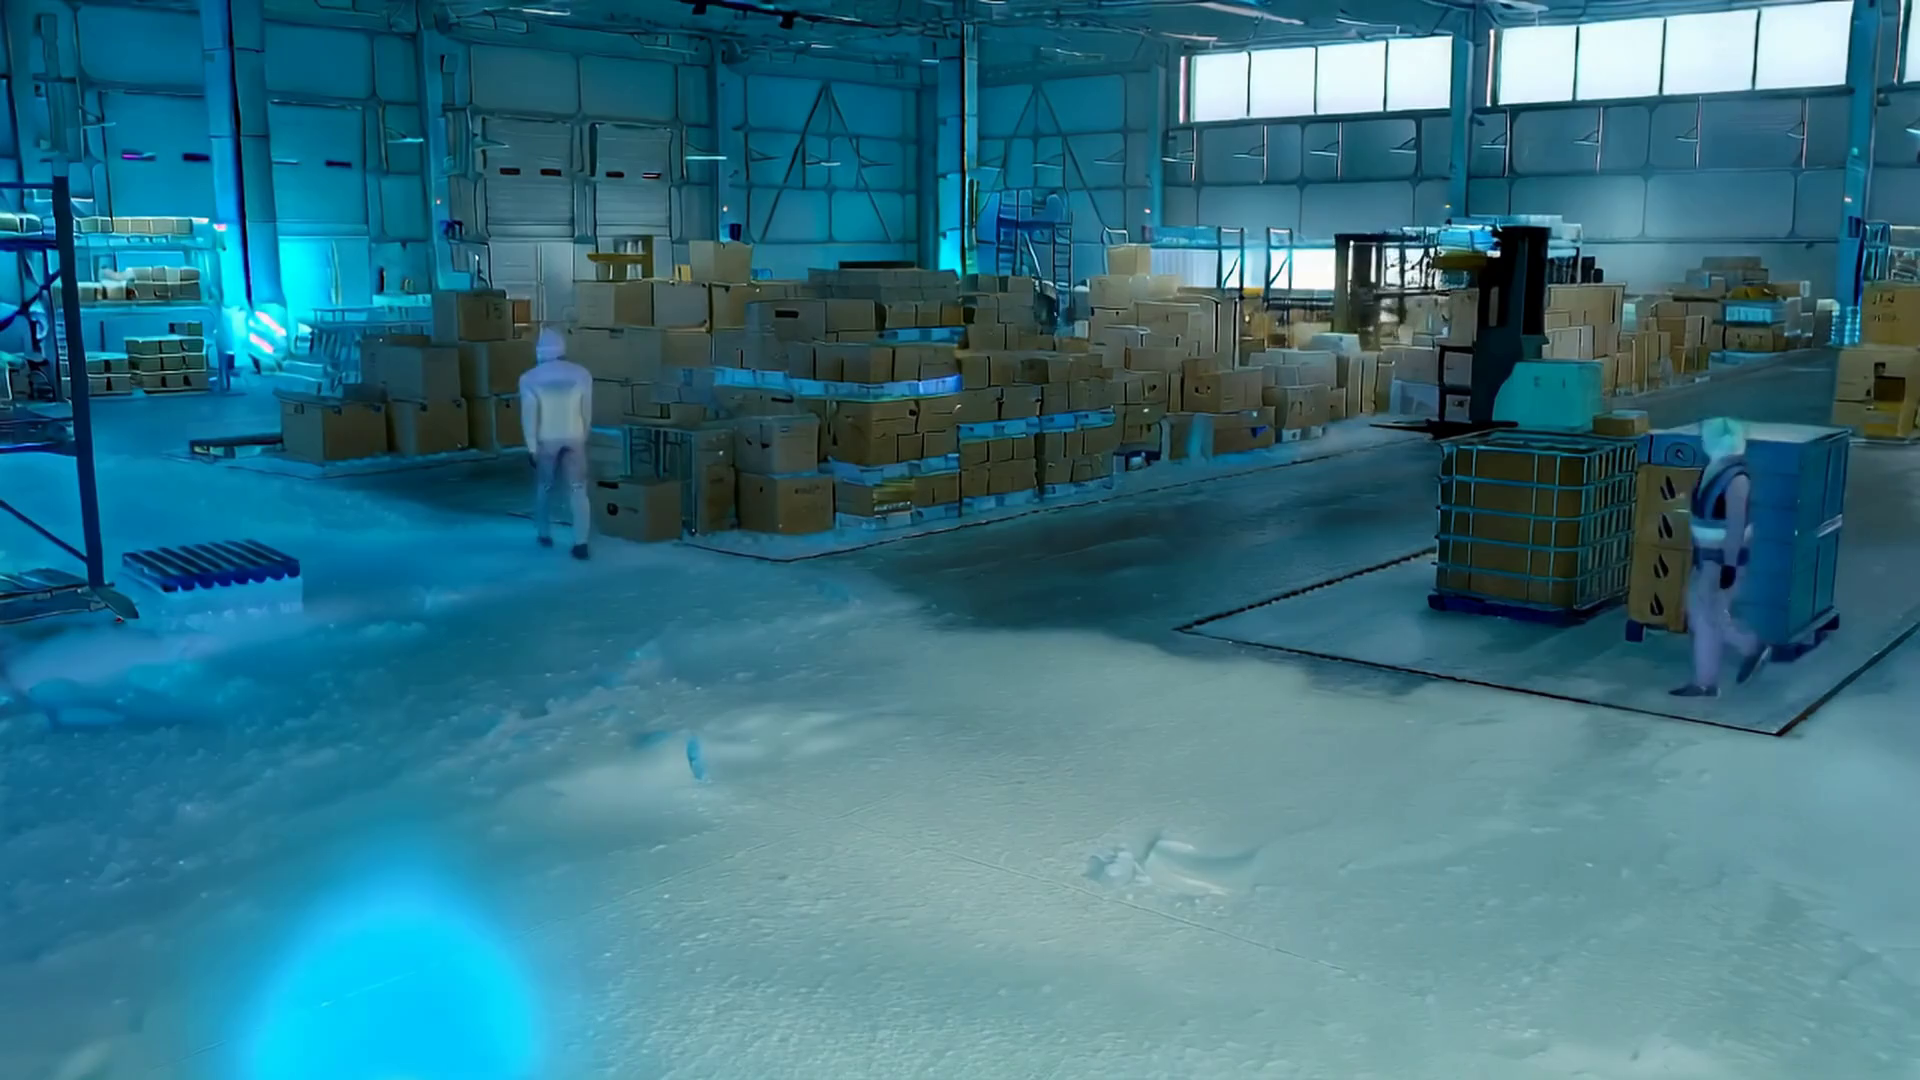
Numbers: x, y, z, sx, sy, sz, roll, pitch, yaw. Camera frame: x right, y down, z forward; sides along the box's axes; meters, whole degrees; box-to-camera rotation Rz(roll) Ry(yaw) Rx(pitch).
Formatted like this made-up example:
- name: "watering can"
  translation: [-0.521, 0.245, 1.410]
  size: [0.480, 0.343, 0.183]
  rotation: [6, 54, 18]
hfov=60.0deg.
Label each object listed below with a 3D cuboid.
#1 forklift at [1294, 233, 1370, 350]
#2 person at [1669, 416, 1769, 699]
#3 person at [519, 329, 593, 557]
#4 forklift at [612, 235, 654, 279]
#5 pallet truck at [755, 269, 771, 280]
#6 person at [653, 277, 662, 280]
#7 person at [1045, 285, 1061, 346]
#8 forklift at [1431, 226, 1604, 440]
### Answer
- name: "forklift"
  translation: [7.598, -4.578, 32.457]
  size: [1.873, 2.768, 1.129]
  rotation: [8, 13, 40]
- name: "person"
  translation: [4.323, 0.106, 9.383]
  size: [0.488, 1.626, 0.517]
  rotation: [1, 10, 5]
- name: "person"
  translation: [-3.344, -0.808, 13.874]
  size: [0.623, 1.885, 1.068]
  rotation: [-4, 11, -24]
- name: "forklift"
  translation: [-7.300, -5.450, 37.421]
  size: [1.873, 2.768, 1.129]
  rotation: [8, 13, 40]
- name: "pallet truck"
  translation: [-4.996, -6.432, 45.525]
  size: [1.885, 1.965, 0.823]
  rotation: [-6, 12, -32]
- name: "person"
  translation: [-6.519, -4.725, 36.012]
  size: [0.636, 1.931, 0.377]
  rotation: [-5, 11, -26]
- name: "person"
  translation: [2.128, -5.145, 39.098]
  size: [0.704, 1.678, 0.539]
  rotation: [-4, 11, -23]
- name: "forklift"
  translation: [7.339, -2.688, 21.696]
  size: [1.873, 2.768, 1.129]
  rotation: [8, 13, 40]
